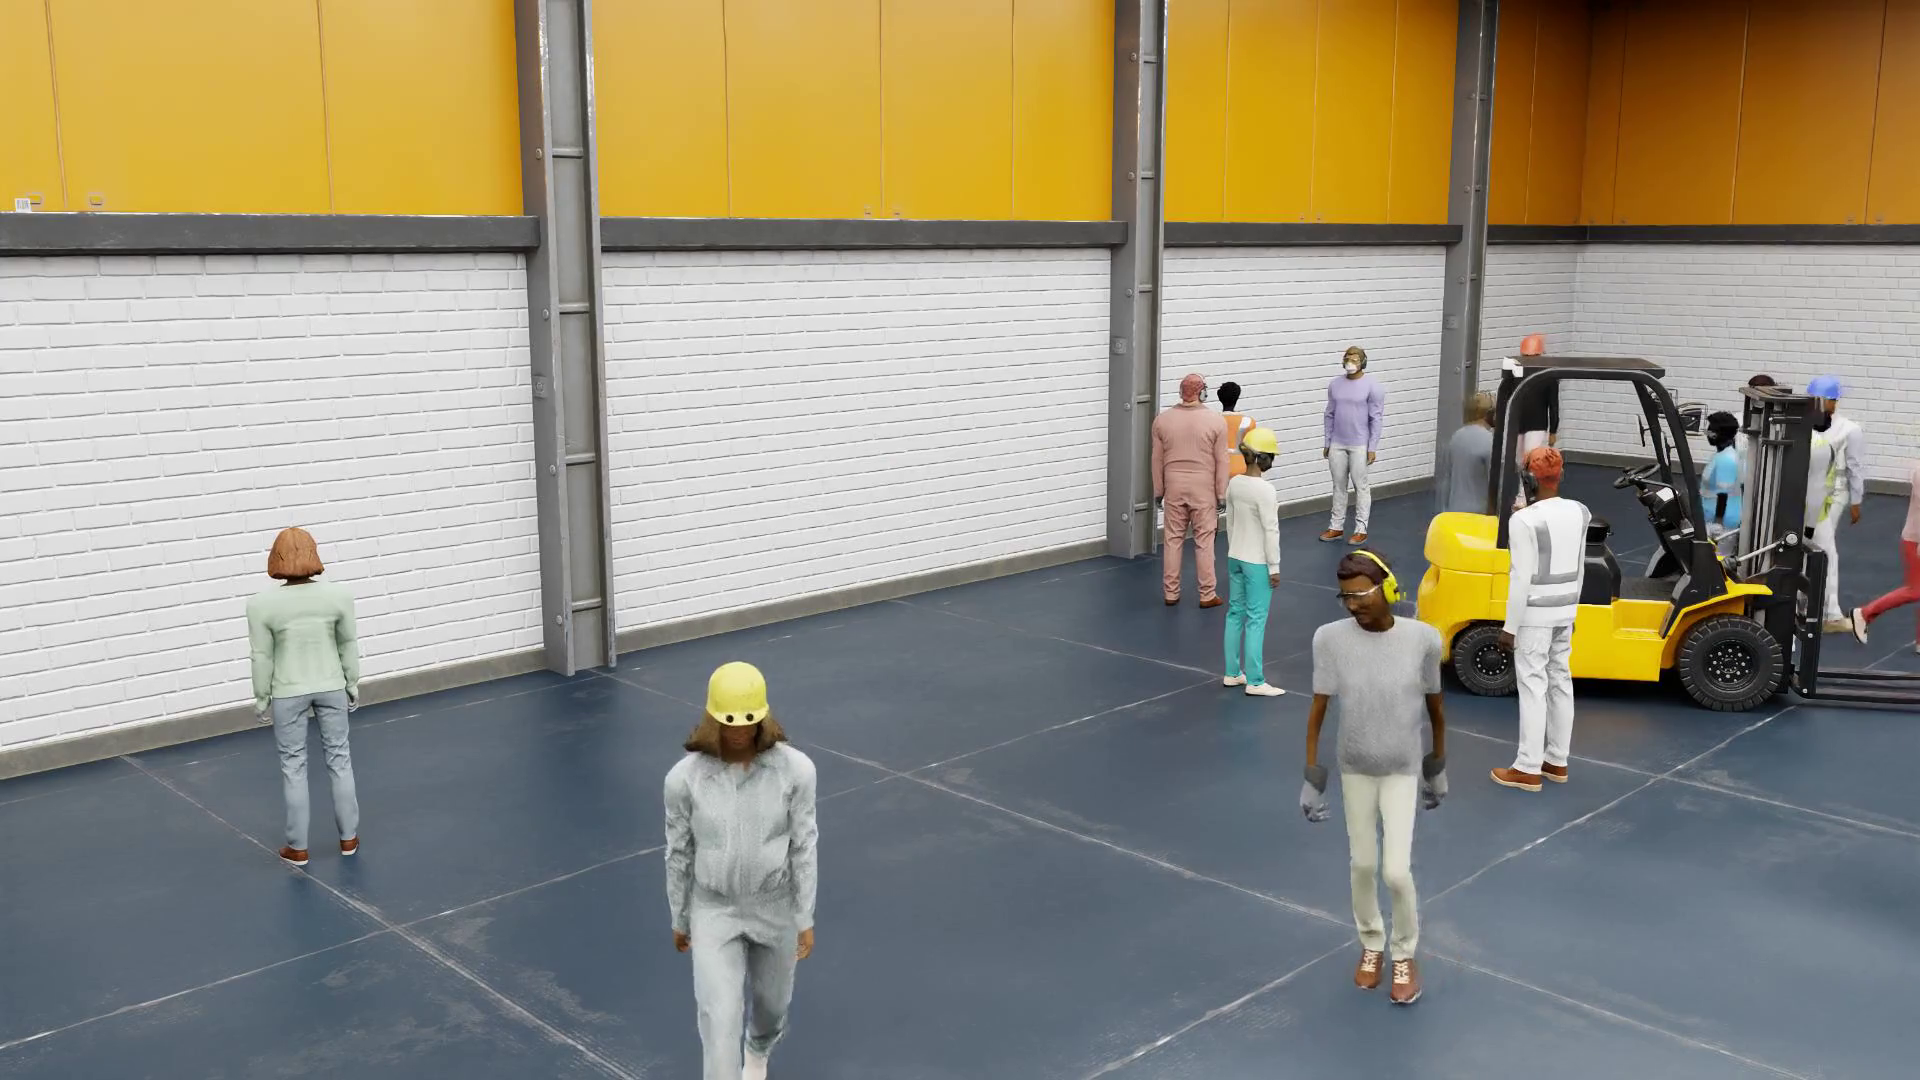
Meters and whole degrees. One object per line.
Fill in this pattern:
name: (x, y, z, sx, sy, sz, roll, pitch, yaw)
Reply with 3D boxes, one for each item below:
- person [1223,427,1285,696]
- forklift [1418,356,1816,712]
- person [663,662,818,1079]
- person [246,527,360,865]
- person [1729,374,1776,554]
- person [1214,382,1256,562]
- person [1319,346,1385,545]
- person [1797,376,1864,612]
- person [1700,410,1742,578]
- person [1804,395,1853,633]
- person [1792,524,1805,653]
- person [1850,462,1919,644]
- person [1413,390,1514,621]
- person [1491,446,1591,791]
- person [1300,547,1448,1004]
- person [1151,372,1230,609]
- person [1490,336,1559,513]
person: (1.936, 0.142, 10.926, 0.313, 1.767, 0.523, -5, 11, -24)
forklift: (4.276, -0.101, 11.076, 2.313, 2.155, 1.214, 2, 11, 13)
person: (-0.717, 1.177, 5.452, 0.487, 1.705, 0.782, -2, 11, -11)
person: (-3.135, 0.744, 7.992, 0.498, 1.636, 0.286, -7, 12, -33)
person: (6.634, -0.442, 13.802, 0.950, 1.883, 0.606, -4, 11, -21)
person: (2.437, -0.599, 15.178, 0.529, 1.690, 0.321, 4, 11, 21)
person: (3.823, -0.925, 16.265, 0.372, 1.940, 0.630, -10, 14, -44)
person: (6.745, -0.338, 13.190, 0.975, 1.896, 0.627, -5, 12, -27)
person: (5.879, -0.154, 12.726, 0.493, 1.688, 0.554, 4, 11, 21)
person: (6.476, -0.192, 12.609, 0.825, 1.807, 0.629, -2, 11, -9)
person: (5.860, 0.033, 11.882, 0.312, 1.632, 0.514, 9, 13, 39)
person: (6.816, -0.018, 11.863, 0.639, 1.738, 0.534, 10, 14, 43)
person: (3.765, -0.166, 12.282, 0.989, 1.892, 0.616, -1, 10, -5)
person: (3.157, 0.426, 9.047, 0.575, 1.885, 0.361, -6, 12, -31)
person: (1.634, 0.910, 6.548, 0.535, 1.828, 0.551, 4, 11, 20)
person: (1.877, -0.399, 13.486, 0.643, 1.910, 0.400, 5, 12, 26)
person: (5.979, -1.187, 17.687, 0.638, 1.938, 1.025, 10, 14, 43)
